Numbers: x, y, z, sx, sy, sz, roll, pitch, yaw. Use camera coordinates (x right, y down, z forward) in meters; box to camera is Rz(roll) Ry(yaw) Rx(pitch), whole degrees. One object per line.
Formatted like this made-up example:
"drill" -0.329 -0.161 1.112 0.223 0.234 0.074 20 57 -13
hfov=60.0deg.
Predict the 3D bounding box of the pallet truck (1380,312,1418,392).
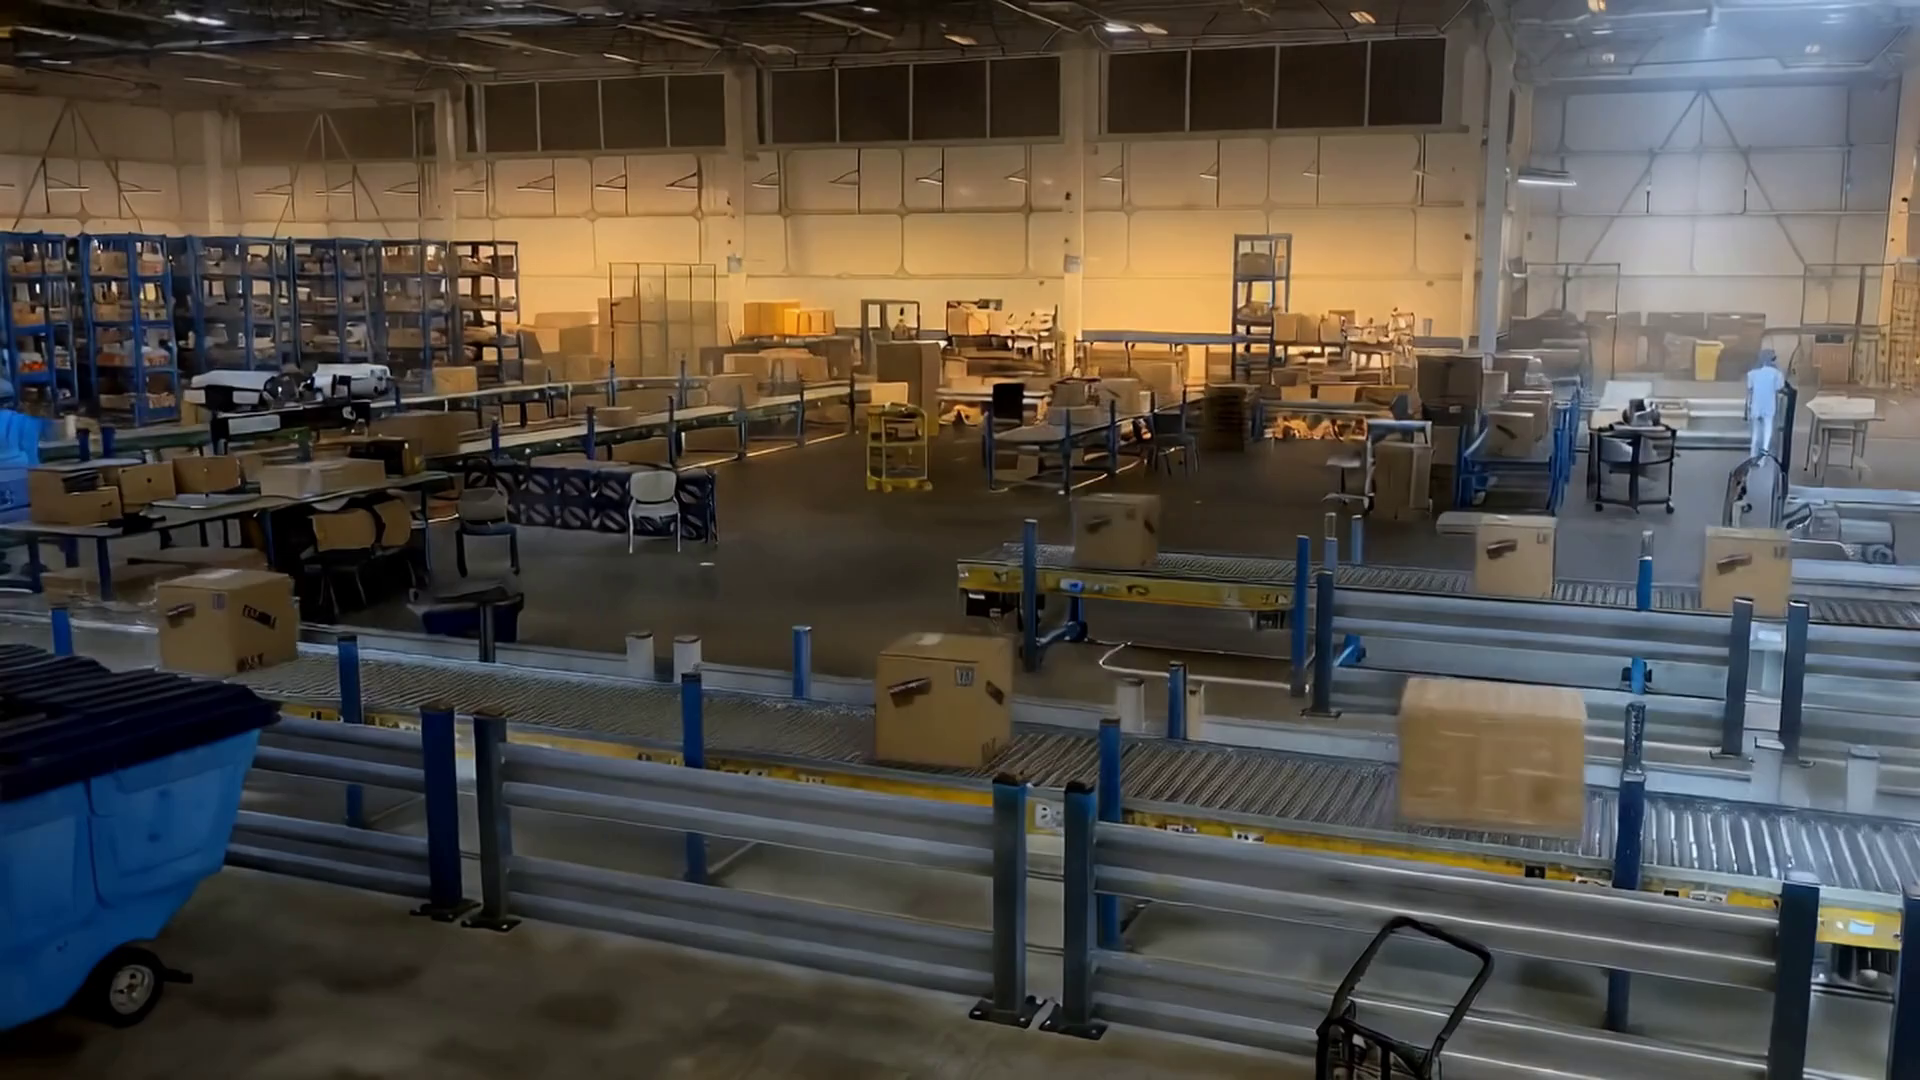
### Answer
"pallet truck" 10.207 -4.283 38.369 0.823 1.965 1.885 3 10 20

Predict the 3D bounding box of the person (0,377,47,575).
"person" -9.356 -0.625 16.352 0.614 1.945 0.406 -1 9 -8

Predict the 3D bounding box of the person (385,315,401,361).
"person" -16.261 -5.836 47.781 0.609 1.996 0.383 6 11 31

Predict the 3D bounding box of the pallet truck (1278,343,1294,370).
"pallet truck" 7.886 -4.163 39.743 0.653 1.274 1.630 4 10 22

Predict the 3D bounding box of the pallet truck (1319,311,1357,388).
"pallet truck" 9.071 -4.419 39.190 0.823 1.965 1.885 5 10 26

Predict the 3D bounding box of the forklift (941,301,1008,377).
"forklift" 0.365 -4.966 41.571 1.157 1.987 2.680 3 10 20

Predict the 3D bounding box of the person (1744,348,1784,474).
"person" 11.786 -1.890 24.376 0.524 1.839 0.835 5 11 28

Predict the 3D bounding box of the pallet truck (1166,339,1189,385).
"pallet truck" 5.418 -4.269 40.420 0.704 1.261 1.522 3 10 20

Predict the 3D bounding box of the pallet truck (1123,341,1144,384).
"pallet truck" 4.445 -4.380 41.279 0.680 1.201 1.601 4 10 22

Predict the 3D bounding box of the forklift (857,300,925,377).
"forklift" -1.732 -5.109 42.468 1.157 1.987 2.680 4 10 22
